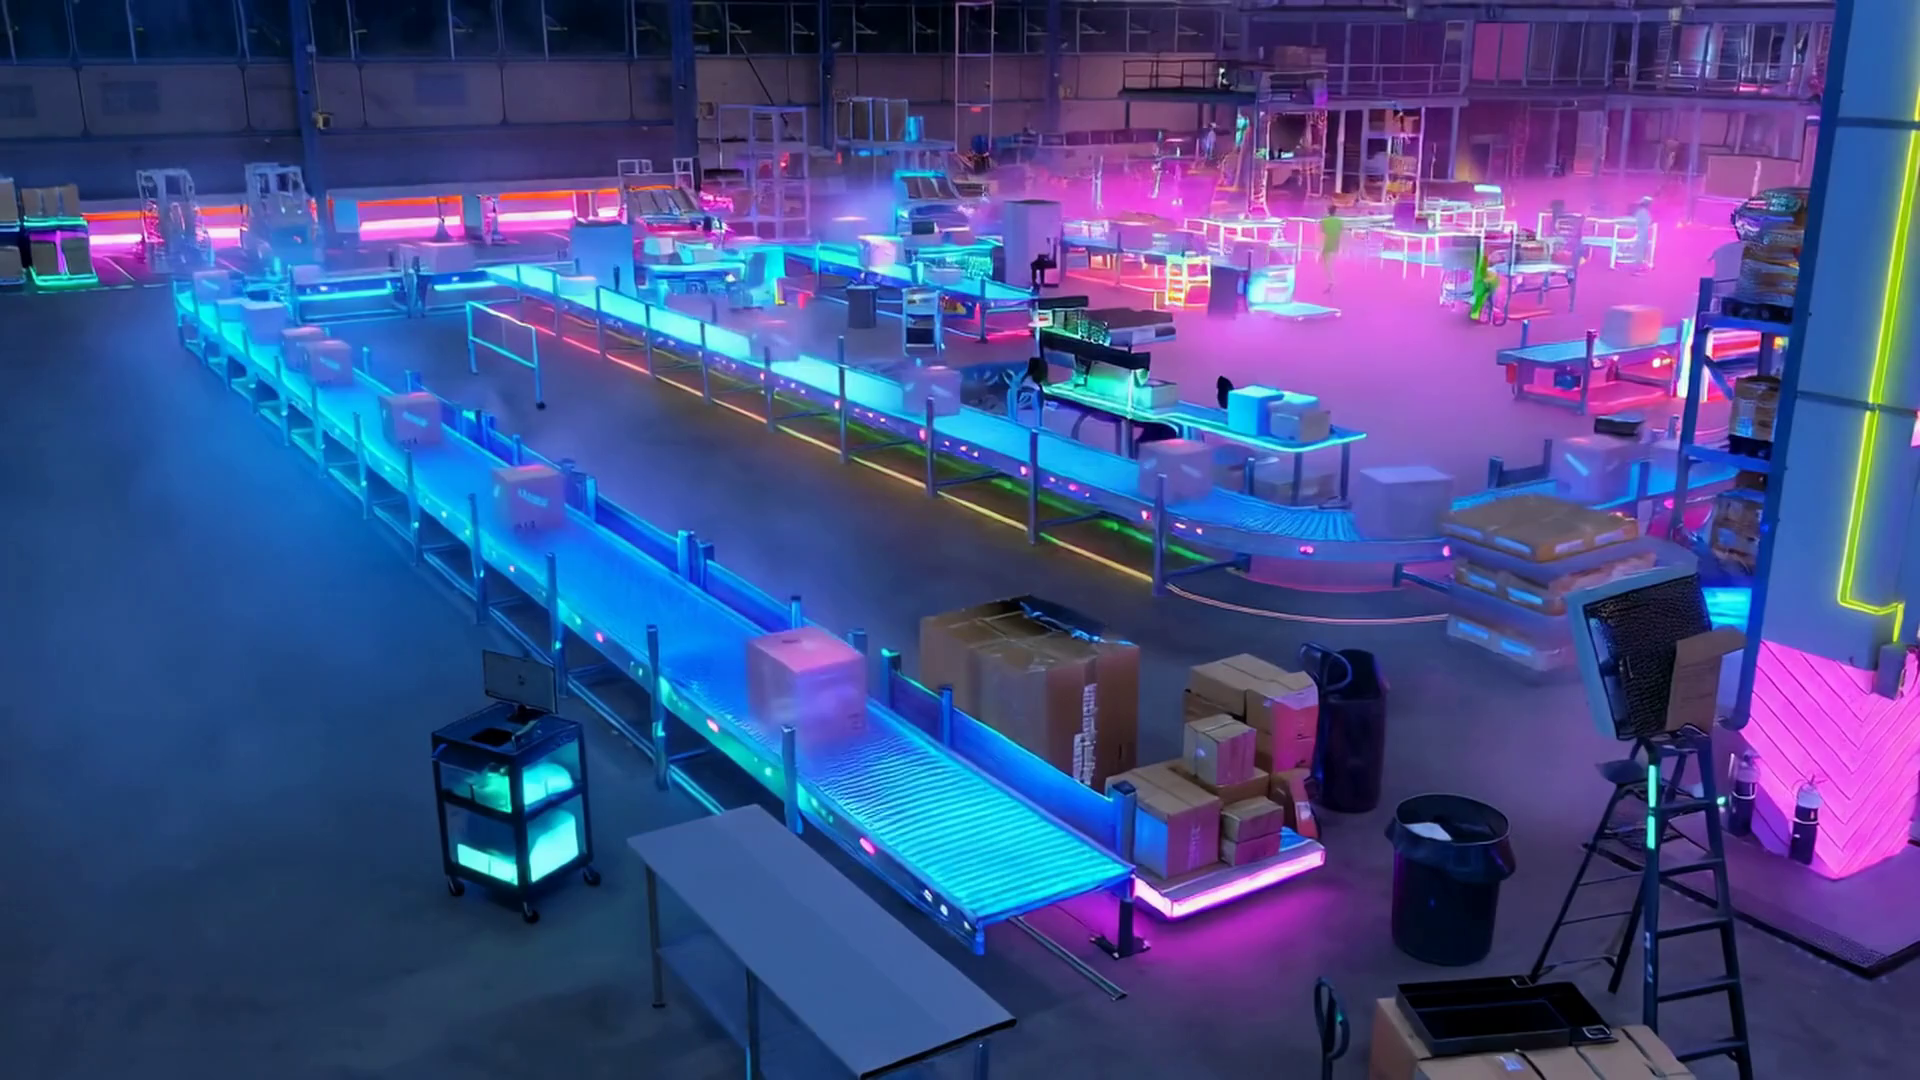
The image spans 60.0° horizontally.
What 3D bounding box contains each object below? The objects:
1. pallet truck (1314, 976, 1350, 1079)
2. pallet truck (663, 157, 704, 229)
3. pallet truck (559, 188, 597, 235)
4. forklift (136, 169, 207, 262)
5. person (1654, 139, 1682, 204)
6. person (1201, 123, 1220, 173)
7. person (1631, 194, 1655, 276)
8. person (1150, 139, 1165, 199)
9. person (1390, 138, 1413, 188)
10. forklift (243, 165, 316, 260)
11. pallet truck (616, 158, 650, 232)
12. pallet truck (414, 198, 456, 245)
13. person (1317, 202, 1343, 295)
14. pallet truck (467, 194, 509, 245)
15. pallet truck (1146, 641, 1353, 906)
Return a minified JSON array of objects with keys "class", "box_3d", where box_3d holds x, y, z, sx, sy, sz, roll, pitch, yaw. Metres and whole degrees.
[{"class":"pallet truck","box_3d":[2.299,2.390,7.086,1.601,1.201,0.680,-2,17,-7]},{"class":"pallet truck","box_3d":[-7.586,-9.308,44.692,0.823,1.965,1.885,-11,20,-33]},{"class":"pallet truck","box_3d":[-10.010,-8.652,43.699,0.653,1.274,1.630,-10,20,-31]},{"class":"forklift","box_3d":[-17.842,-7.318,37.559,1.157,1.987,2.680,-10,20,-31]},{"class":"person","box_3d":[22.304,-11.558,52.197,0.936,1.986,0.717,11,20,34]},{"class":"person","box_3d":[9.748,-15.196,64.436,0.577,1.905,0.609,9,19,29]},{"class":"person","box_3d":[14.893,-6.636,36.199,0.424,1.750,0.539,5,17,15]},{"class":"person","box_3d":[6.412,-12.029,53.947,0.574,1.883,0.355,-11,20,-32]},{"class":"person","box_3d":[15.513,-13.293,58.098,0.777,1.916,0.555,14,22,39]},{"class":"forklift","box_3d":[-15.898,-7.669,38.708,1.157,1.987,2.680,-11,20,-33]},{"class":"pallet truck","box_3d":[-8.918,-9.176,44.255,0.823,1.965,1.885,-9,19,-27]},{"class":"pallet truck","box_3d":[-13.250,-8.060,41.856,0.680,1.201,1.601,-10,20,-31]},{"class":"person","box_3d":[7.442,-5.821,33.343,0.542,1.846,0.623,-5,17,-15]},{"class":"pallet truck","box_3d":[-11.983,-8.177,42.137,0.704,1.261,1.522,-11,20,-33]},{"class":"pallet truck","box_3d":[1.664,1.407,10.232,1.630,1.274,0.653,-10,20,-31]}]
